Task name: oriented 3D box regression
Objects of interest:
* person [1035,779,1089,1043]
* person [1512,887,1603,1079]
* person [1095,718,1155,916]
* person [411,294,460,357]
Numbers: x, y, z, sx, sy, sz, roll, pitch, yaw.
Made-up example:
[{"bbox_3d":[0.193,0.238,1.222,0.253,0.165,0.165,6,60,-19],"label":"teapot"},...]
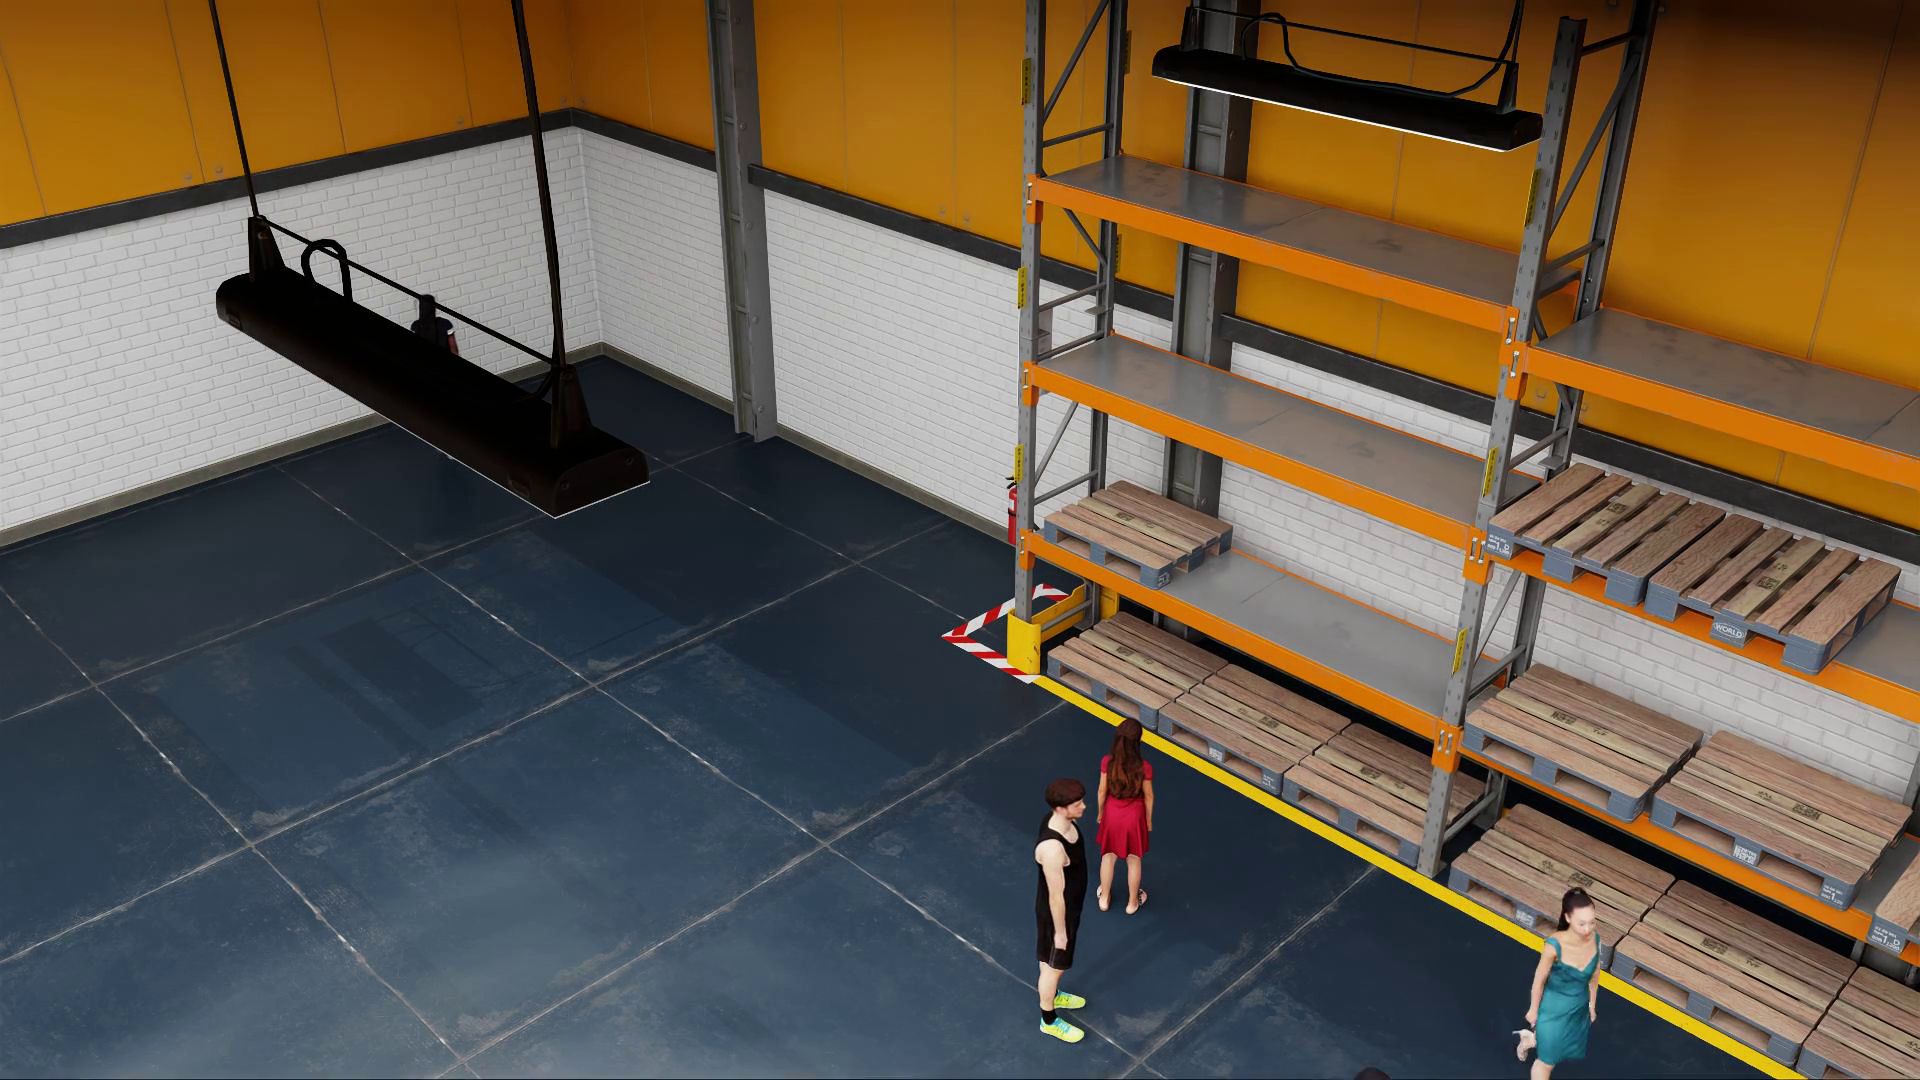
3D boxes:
[{"bbox_3d":[0.617,2.254,10.288,0.808,1.891,0.778,3,29,6],"label":"person"},{"bbox_3d":[3.471,2.690,9.719,0.762,1.671,0.865,-7,29,-13],"label":"person"},{"bbox_3d":[1.117,1.877,11.332,0.670,1.554,0.731,6,29,11],"label":"person"},{"bbox_3d":[-5.621,-1.837,17.957,0.714,1.729,0.750,-5,29,-9],"label":"person"}]
